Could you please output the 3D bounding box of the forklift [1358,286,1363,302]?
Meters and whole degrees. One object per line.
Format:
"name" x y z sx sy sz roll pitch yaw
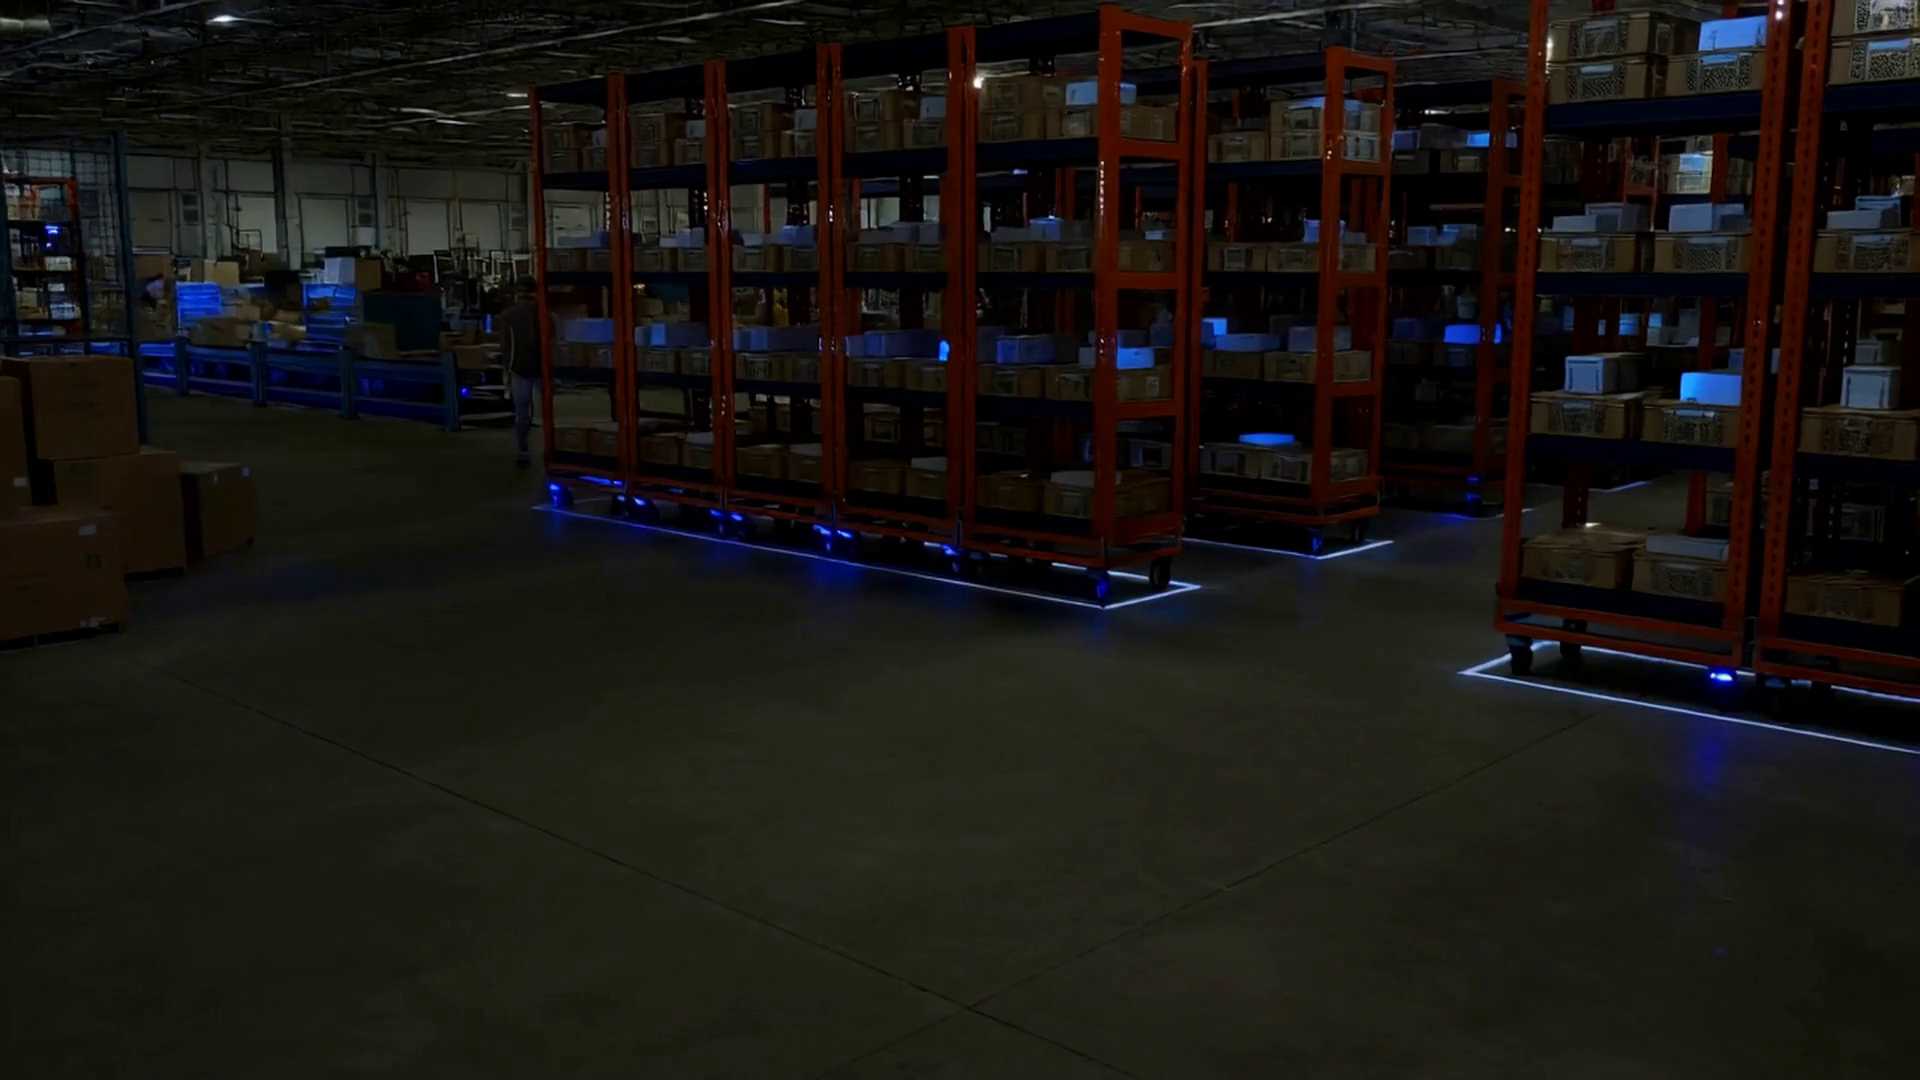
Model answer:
"forklift" 11.100 -7.017 46.970 1.873 2.768 1.129 9 13 43

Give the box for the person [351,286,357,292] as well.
"person" -32.177 -13.285 88.264 1.015 1.929 0.602 -1 9 -7

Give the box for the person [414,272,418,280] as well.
"person" -28.080 -12.851 85.783 0.337 1.882 0.585 1 9 6

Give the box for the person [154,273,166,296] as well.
"person" -26.151 -7.745 54.351 0.511 1.925 0.543 -2 9 -9

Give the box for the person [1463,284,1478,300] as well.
"person" 13.070 -5.842 42.871 1.075 1.887 0.597 4 10 23

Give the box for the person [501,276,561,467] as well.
"person" -4.475 -1.754 17.398 0.622 1.996 0.370 -4 10 -22

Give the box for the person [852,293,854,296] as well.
"person" -4.744 -10.624 72.128 1.019 1.884 0.564 5 11 28

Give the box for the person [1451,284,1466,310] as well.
"person" 9.220 -3.867 30.814 0.389 1.847 0.566 4 10 21

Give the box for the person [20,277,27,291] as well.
"person" -34.812 -9.064 62.168 0.635 2.016 0.742 5 10 27

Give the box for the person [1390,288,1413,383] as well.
"person" 5.536 -2.239 20.878 0.403 1.833 0.590 -3 10 -18

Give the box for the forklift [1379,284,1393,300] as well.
"forklift" 12.533 -7.277 48.562 1.873 2.768 1.129 9 13 43
